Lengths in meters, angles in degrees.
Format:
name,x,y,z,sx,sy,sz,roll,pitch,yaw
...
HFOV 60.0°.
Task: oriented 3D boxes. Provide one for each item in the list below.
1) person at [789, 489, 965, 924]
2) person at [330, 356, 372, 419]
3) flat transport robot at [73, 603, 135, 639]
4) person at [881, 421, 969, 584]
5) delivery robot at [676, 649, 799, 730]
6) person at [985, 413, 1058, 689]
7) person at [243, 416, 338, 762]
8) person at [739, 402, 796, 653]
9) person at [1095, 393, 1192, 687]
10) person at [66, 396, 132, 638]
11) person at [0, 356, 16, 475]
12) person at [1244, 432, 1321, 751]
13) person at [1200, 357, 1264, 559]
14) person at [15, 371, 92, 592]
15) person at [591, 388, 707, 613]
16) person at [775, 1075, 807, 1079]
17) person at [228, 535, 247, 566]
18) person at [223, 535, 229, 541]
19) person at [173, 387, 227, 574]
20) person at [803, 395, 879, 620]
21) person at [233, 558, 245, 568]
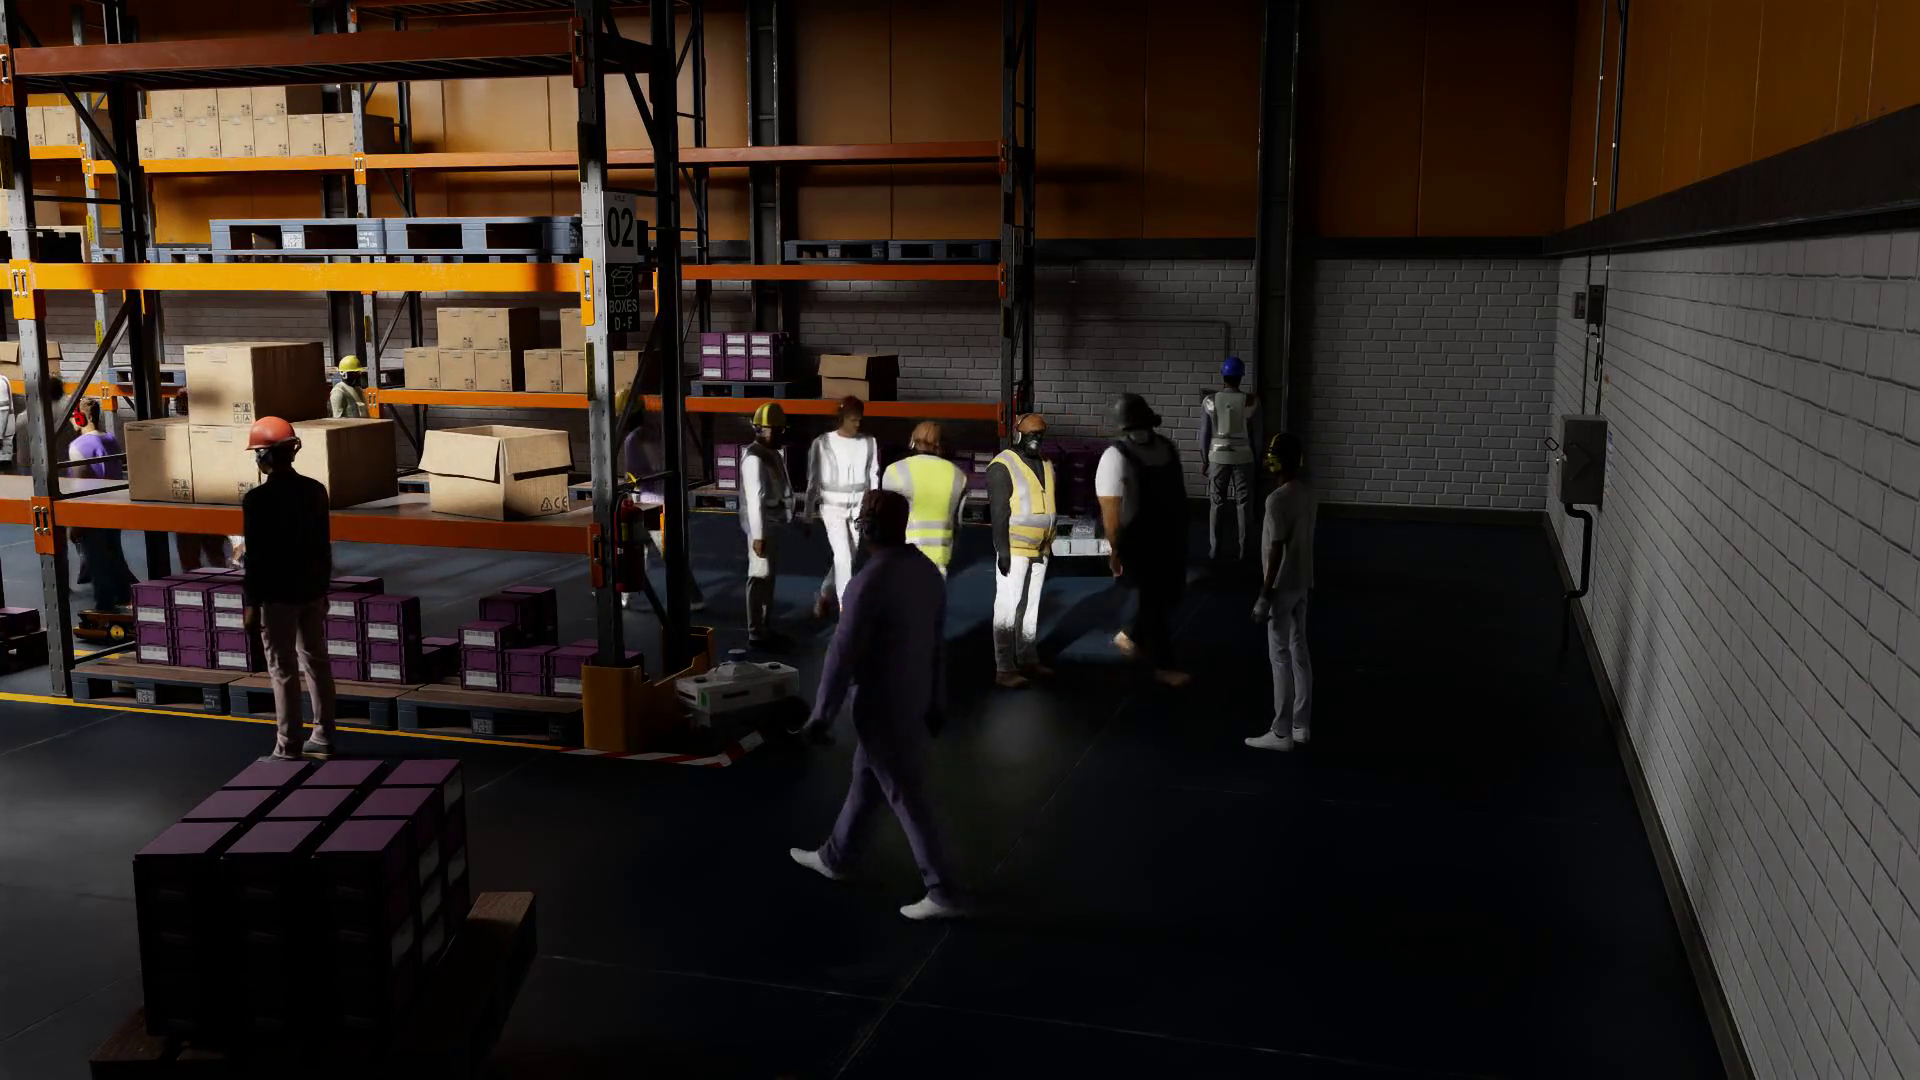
name,x,y,z,sx,sy,sz,roll,pitch,yaw
person,-0.363,0.706,7.245,0.999,1.855,0.640,4,10,25
person,-6.756,-1.137,18.541,0.404,1.830,0.602,1,9,3
flat transport robot,-5.906,0.611,12.632,1.431,0.197,0.652,2,10,15
person,-0.316,0.119,10.994,0.660,1.803,0.784,-4,10,-25
delivery robot,-1.309,0.888,9.796,0.707,0.478,0.477,-8,12,-40
person,0.442,0.062,11.221,0.430,1.840,0.619,7,12,37
person,-3.768,0.302,9.310,0.401,1.986,0.613,3,10,18
person,-1.407,-0.097,12.210,0.403,1.828,0.594,1,9,7
person,1.289,-0.042,11.232,0.698,2.000,0.650,-9,13,-42
person,-6.539,-0.173,12.660,0.380,1.836,0.561,0,9,1
person,-10.847,-1.218,18.744,0.373,1.928,0.543,-6,11,-30
person,1.885,0.300,9.692,0.327,1.865,0.519,8,12,41
person,2.615,-0.780,16.013,0.601,1.948,0.386,2,10,14
person,-7.788,-0.502,14.425,0.686,1.913,0.469,-9,13,-43
person,-2.516,-0.304,13.408,1.002,1.850,0.654,2,9,9
person,-0.244,1.589,2.534,0.516,1.632,0.296,-1,9,-7
person,-6.785,-0.682,15.493,0.442,1.921,0.649,6,11,31
person,-7.694,-0.897,17.083,0.339,1.840,0.512,0,9,1
person,-6.057,-0.285,13.251,0.475,1.864,0.693,9,13,43
person,-0.947,-0.217,12.915,0.602,1.852,0.894,-7,11,-35
person,-6.234,-0.600,15.184,0.841,1.853,0.583,-5,11,-30
